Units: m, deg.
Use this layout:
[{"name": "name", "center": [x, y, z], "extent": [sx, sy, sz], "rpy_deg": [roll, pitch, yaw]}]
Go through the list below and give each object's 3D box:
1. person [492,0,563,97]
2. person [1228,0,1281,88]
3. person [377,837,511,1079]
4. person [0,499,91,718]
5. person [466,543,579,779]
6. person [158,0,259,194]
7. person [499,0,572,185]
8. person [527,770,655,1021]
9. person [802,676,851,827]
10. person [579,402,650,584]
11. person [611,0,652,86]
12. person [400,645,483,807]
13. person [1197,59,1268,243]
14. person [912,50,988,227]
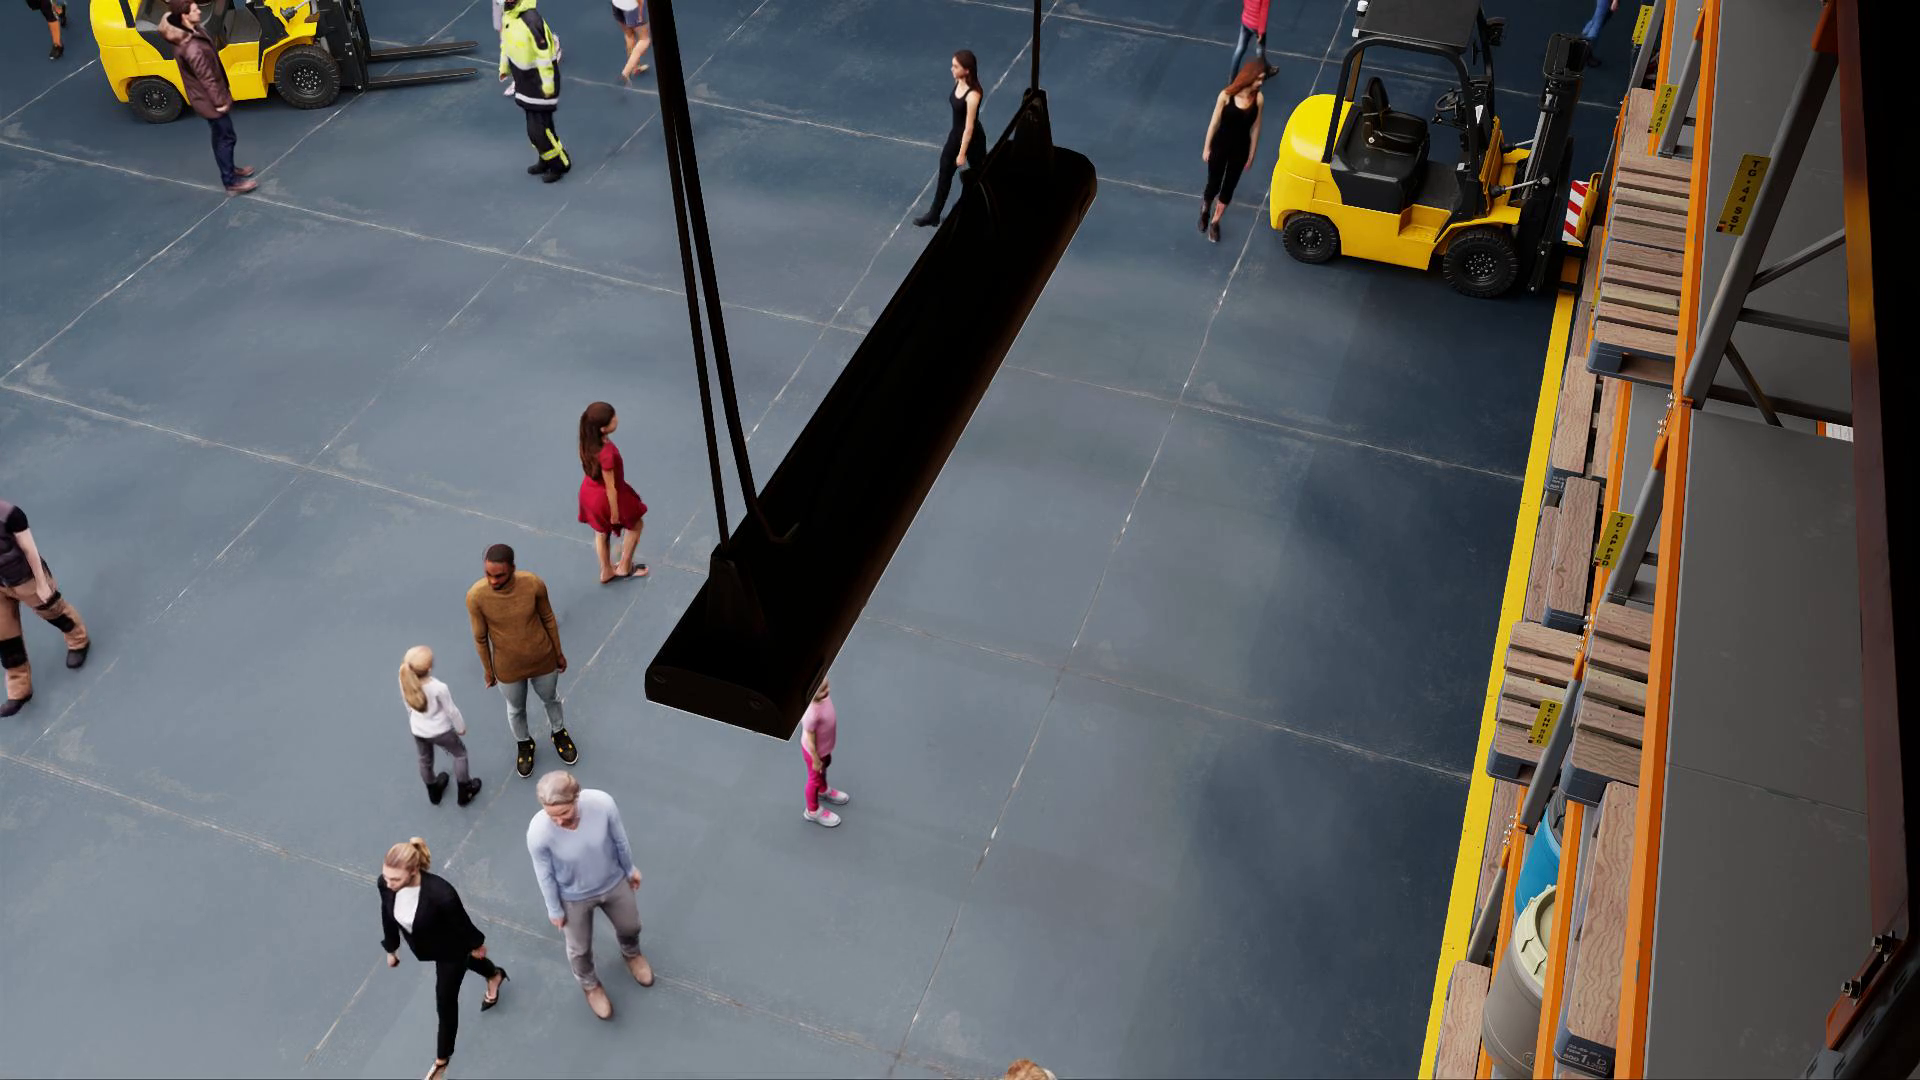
[{"name": "person", "center": [-4.325, -5.318, 16.261], "extent": [0.703, 1.807, 1.089], "rpy_deg": [18, 46, 18]}, {"name": "person", "center": [2.825, -5.027, 16.328], "extent": [0.915, 1.293, 0.795], "rpy_deg": [-27, 50, -26]}, {"name": "person", "center": [-2.647, 2.045, 8.640], "extent": [0.663, 1.657, 1.051], "rpy_deg": [16, 46, 16]}, {"name": "person", "center": [-5.951, 0.157, 10.512], "extent": [0.937, 1.808, 1.125], "rpy_deg": [-1, 44, -1]}, {"name": "person", "center": [-2.612, 0.692, 9.947], "extent": [0.706, 1.815, 0.749], "rpy_deg": [-16, 46, -16]}, {"name": "person", "center": [-6.726, -3.987, 14.841], "extent": [0.902, 1.839, 0.854], "rpy_deg": [-20, 47, -20]}, {"name": "person", "center": [-3.779, -4.210, 14.977], "extent": [0.926, 1.973, 0.910], "rpy_deg": [-27, 50, -26]}, {"name": "person", "center": [-1.953, 1.802, 8.733], "extent": [0.777, 1.882, 0.854], "rpy_deg": [-26, 49, -24]}, {"name": "person", "center": [-0.843, 1.185, 9.822], "extent": [0.566, 1.272, 0.474], "rpy_deg": [7, 44, 7]}, {"name": "person", "center": [-2.437, -0.270, 11.156], "extent": [0.755, 1.539, 0.693], "rpy_deg": [-31, 52, -29]}, {"name": "person", "center": [-3.285, -5.204, 16.286], "extent": [0.632, 1.606, 0.837], "rpy_deg": [19, 47, 19]}, {"name": "person", "center": [-3.139, 1.124, 9.887], "extent": [0.485, 1.270, 0.476], "rpy_deg": [10, 44, 10]}, {"name": "person", "center": [2.328, -3.385, 14.310], "extent": [0.696, 1.699, 0.717], "rpy_deg": [6, 44, 6]}, {"name": "person", "center": [0.142, -3.447, 14.416], "extent": [1.122, 1.642, 1.108], "rpy_deg": [-14, 45, -14]}]
